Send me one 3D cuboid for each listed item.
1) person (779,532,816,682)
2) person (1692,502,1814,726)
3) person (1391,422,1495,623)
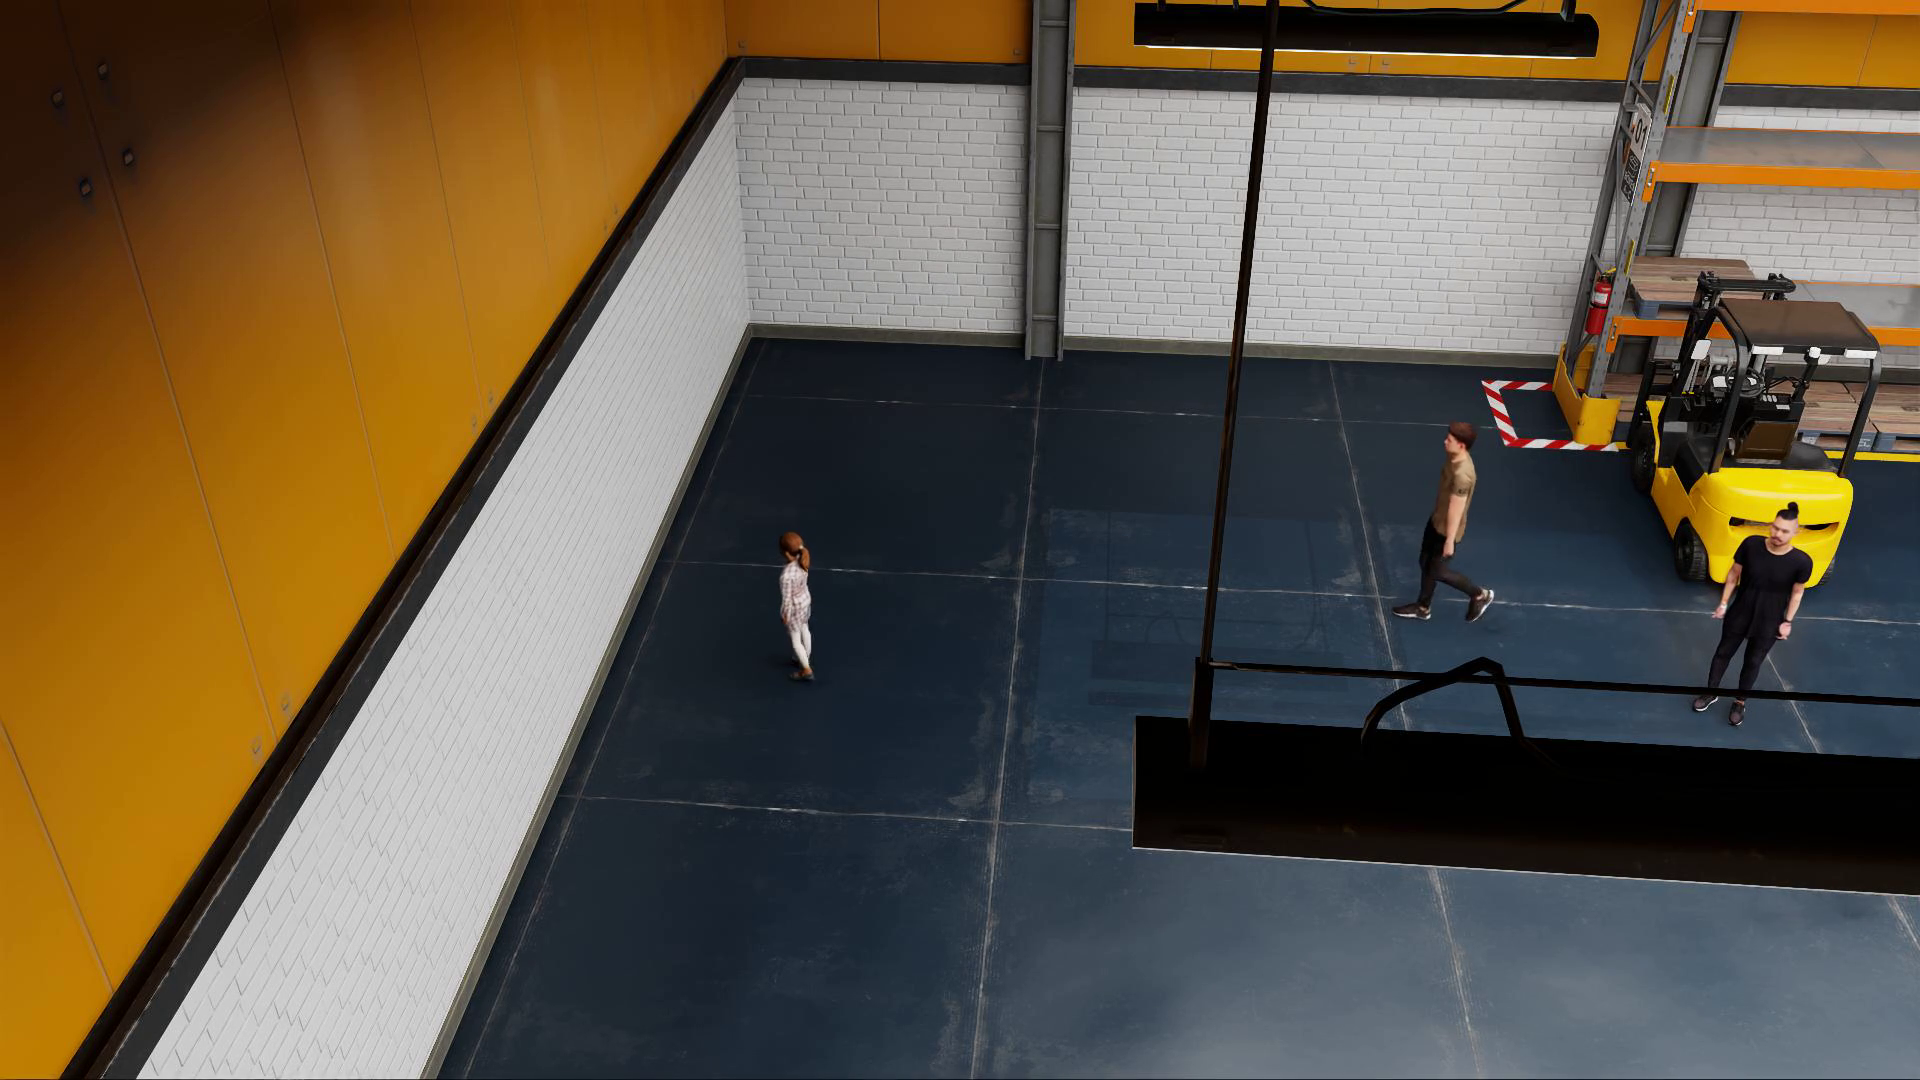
[{"bbox_3d":[-1.237,0.501,12.735,0.652,1.310,0.616,15,36,21],"label":"person"},{"bbox_3d":[5.846,0.520,12.207,0.733,1.862,0.836,25,41,33],"label":"person"},{"bbox_3d":[3.937,-0.095,13.157,0.967,1.834,0.658,4,34,5],"label":"person"}]
